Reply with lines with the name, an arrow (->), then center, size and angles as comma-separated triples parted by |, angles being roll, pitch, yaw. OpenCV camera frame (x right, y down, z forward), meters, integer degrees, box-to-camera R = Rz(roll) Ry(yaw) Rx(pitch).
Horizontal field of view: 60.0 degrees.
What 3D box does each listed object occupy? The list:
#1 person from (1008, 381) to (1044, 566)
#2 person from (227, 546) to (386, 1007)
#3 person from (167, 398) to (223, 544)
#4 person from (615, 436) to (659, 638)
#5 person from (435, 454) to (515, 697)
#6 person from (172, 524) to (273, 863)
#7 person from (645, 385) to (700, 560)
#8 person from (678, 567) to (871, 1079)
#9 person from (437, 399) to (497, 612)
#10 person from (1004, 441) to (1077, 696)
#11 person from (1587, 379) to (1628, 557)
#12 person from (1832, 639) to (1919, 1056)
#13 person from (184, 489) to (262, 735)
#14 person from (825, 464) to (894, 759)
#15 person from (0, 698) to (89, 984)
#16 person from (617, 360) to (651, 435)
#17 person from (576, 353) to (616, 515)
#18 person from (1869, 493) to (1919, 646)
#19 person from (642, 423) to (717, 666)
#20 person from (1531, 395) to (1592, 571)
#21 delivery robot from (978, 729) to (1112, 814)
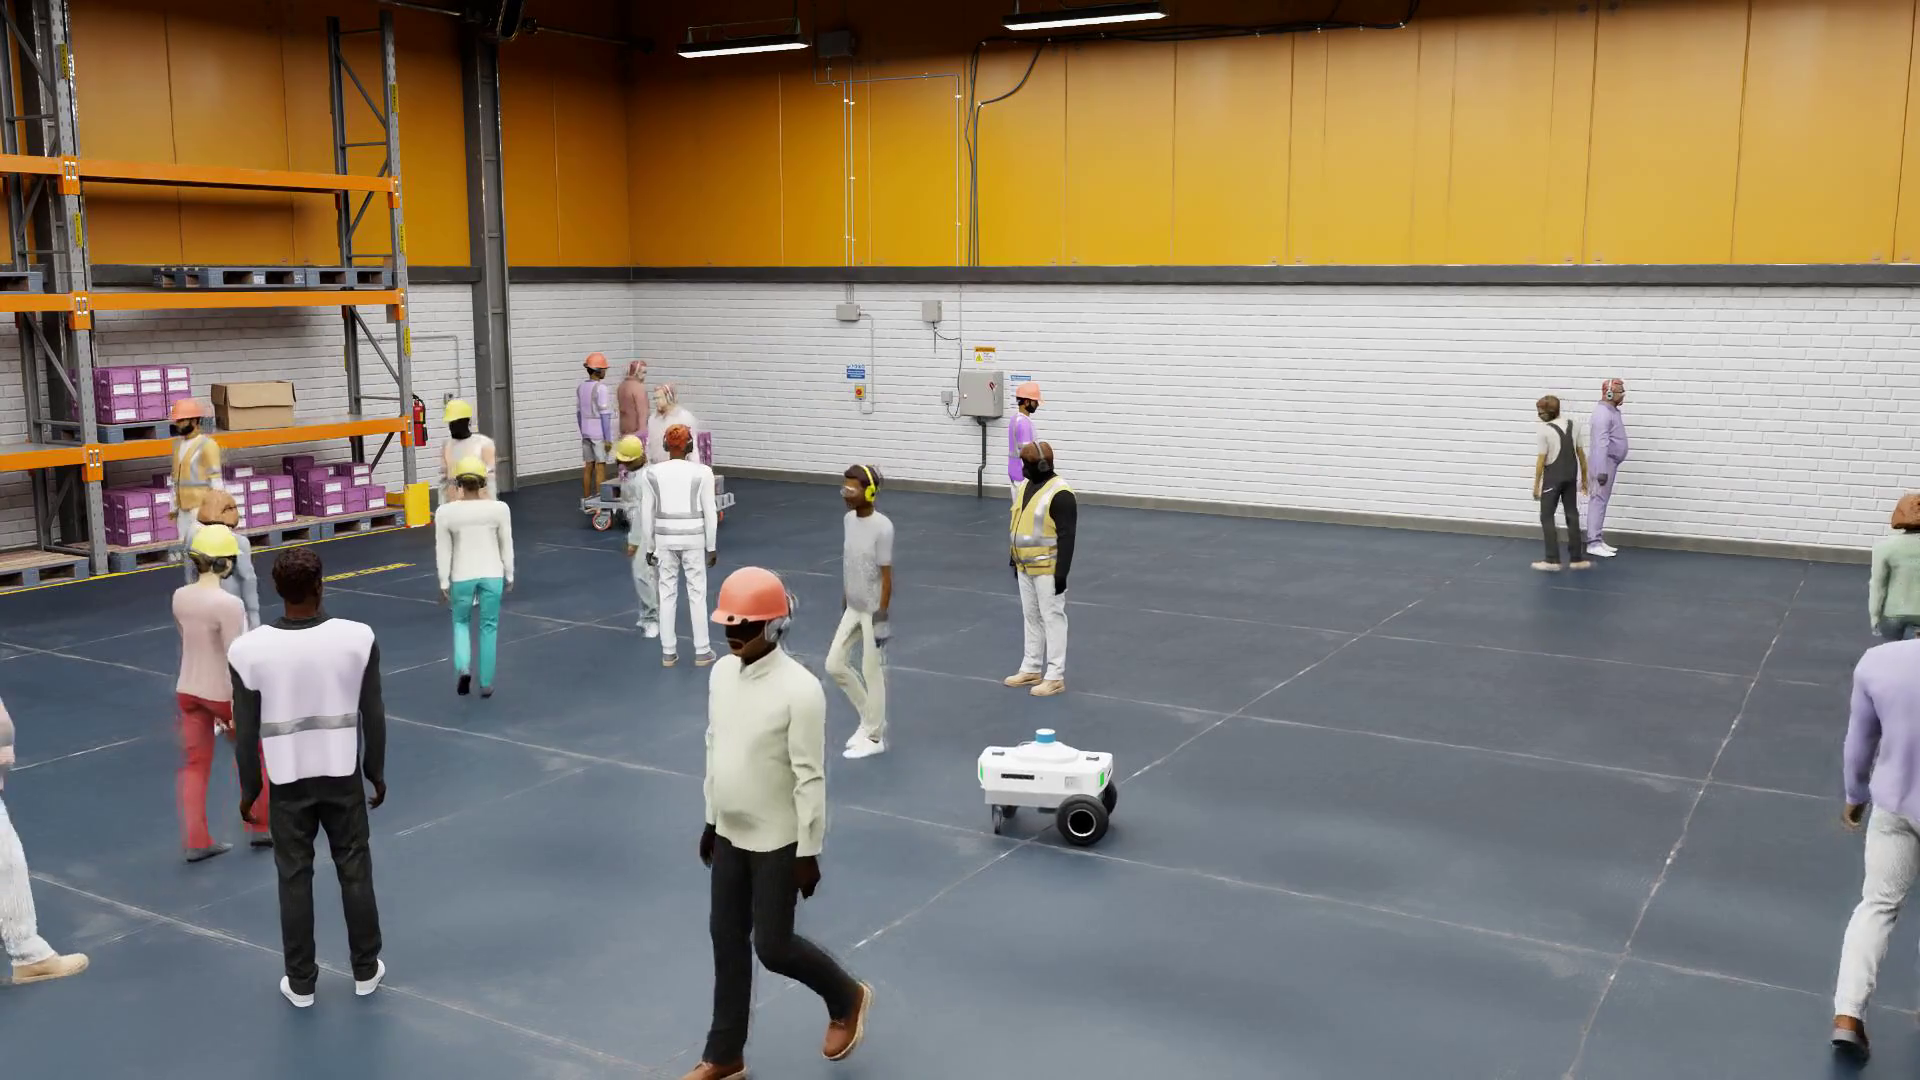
person -> 0.676, -0.656, 17.046 | 0.361, 1.935, 0.544 | -1, 9, -8
person -> -2.678, 0.982, 6.891 | 0.587, 1.915, 0.395 | -4, 10, -23
person -> -6.877, -0.323, 15.009 | 0.552, 1.922, 0.474 | 6, 11, 32
person -> -2.725, -0.048, 13.993 | 0.332, 1.699, 0.634 | -3, 9, -16
person -> -3.445, 0.266, 11.859 | 0.530, 1.755, 0.401 | -2, 9, -14
person -> -3.810, 0.782, 8.678 | 0.527, 1.746, 0.658 | 4, 10, 25
person -> -3.141, -0.737, 17.824 | 0.649, 1.844, 1.028 | 7, 11, 35
person -> -0.728, 1.064, 6.171 | 0.722, 1.977, 0.637 | -8, 12, -42
person -> -4.430, -0.315, 14.965 | 0.619, 1.913, 0.434 | 4, 10, 22
person -> 0.577, 0.201, 12.016 | 0.430, 1.837, 0.623 | -5, 10, -29
person -> 6.986, -0.786, 17.943 | 0.399, 1.909, 0.642 | 4, 10, 26
person -> 3.707, 1.065, 6.427 | 0.944, 1.897, 0.671 | -7, 12, -38
person -> -4.805, 0.483, 10.875 | 0.506, 1.632, 0.266 | 2, 9, 14
person -> -0.621, 0.450, 10.368 | 0.385, 1.859, 0.548 | -7, 11, -37
person -> -4.271, 1.025, 6.958 | 0.901, 1.812, 0.633 | -5, 10, -29
person -> -4.313, -1.454, 22.170 | 0.436, 1.884, 0.671 | -6, 11, -35
person -> -4.554, -1.324, 20.878 | 0.609, 2.044, 0.397 | 9, 13, 44
person -> 6.205, 0.495, 10.854 | 0.503, 1.609, 0.737 | 3, 10, 21
person -> -2.157, 0.042, 12.849 | 0.575, 1.882, 0.361 | 1, 9, 4
person -> 6.182, -0.575, 16.988 | 0.704, 1.808, 0.366 | -3, 10, -17
delivery robot -> 0.459, 1.271, 9.022 | 0.707, 0.478, 0.477 | 2, 9, 11
